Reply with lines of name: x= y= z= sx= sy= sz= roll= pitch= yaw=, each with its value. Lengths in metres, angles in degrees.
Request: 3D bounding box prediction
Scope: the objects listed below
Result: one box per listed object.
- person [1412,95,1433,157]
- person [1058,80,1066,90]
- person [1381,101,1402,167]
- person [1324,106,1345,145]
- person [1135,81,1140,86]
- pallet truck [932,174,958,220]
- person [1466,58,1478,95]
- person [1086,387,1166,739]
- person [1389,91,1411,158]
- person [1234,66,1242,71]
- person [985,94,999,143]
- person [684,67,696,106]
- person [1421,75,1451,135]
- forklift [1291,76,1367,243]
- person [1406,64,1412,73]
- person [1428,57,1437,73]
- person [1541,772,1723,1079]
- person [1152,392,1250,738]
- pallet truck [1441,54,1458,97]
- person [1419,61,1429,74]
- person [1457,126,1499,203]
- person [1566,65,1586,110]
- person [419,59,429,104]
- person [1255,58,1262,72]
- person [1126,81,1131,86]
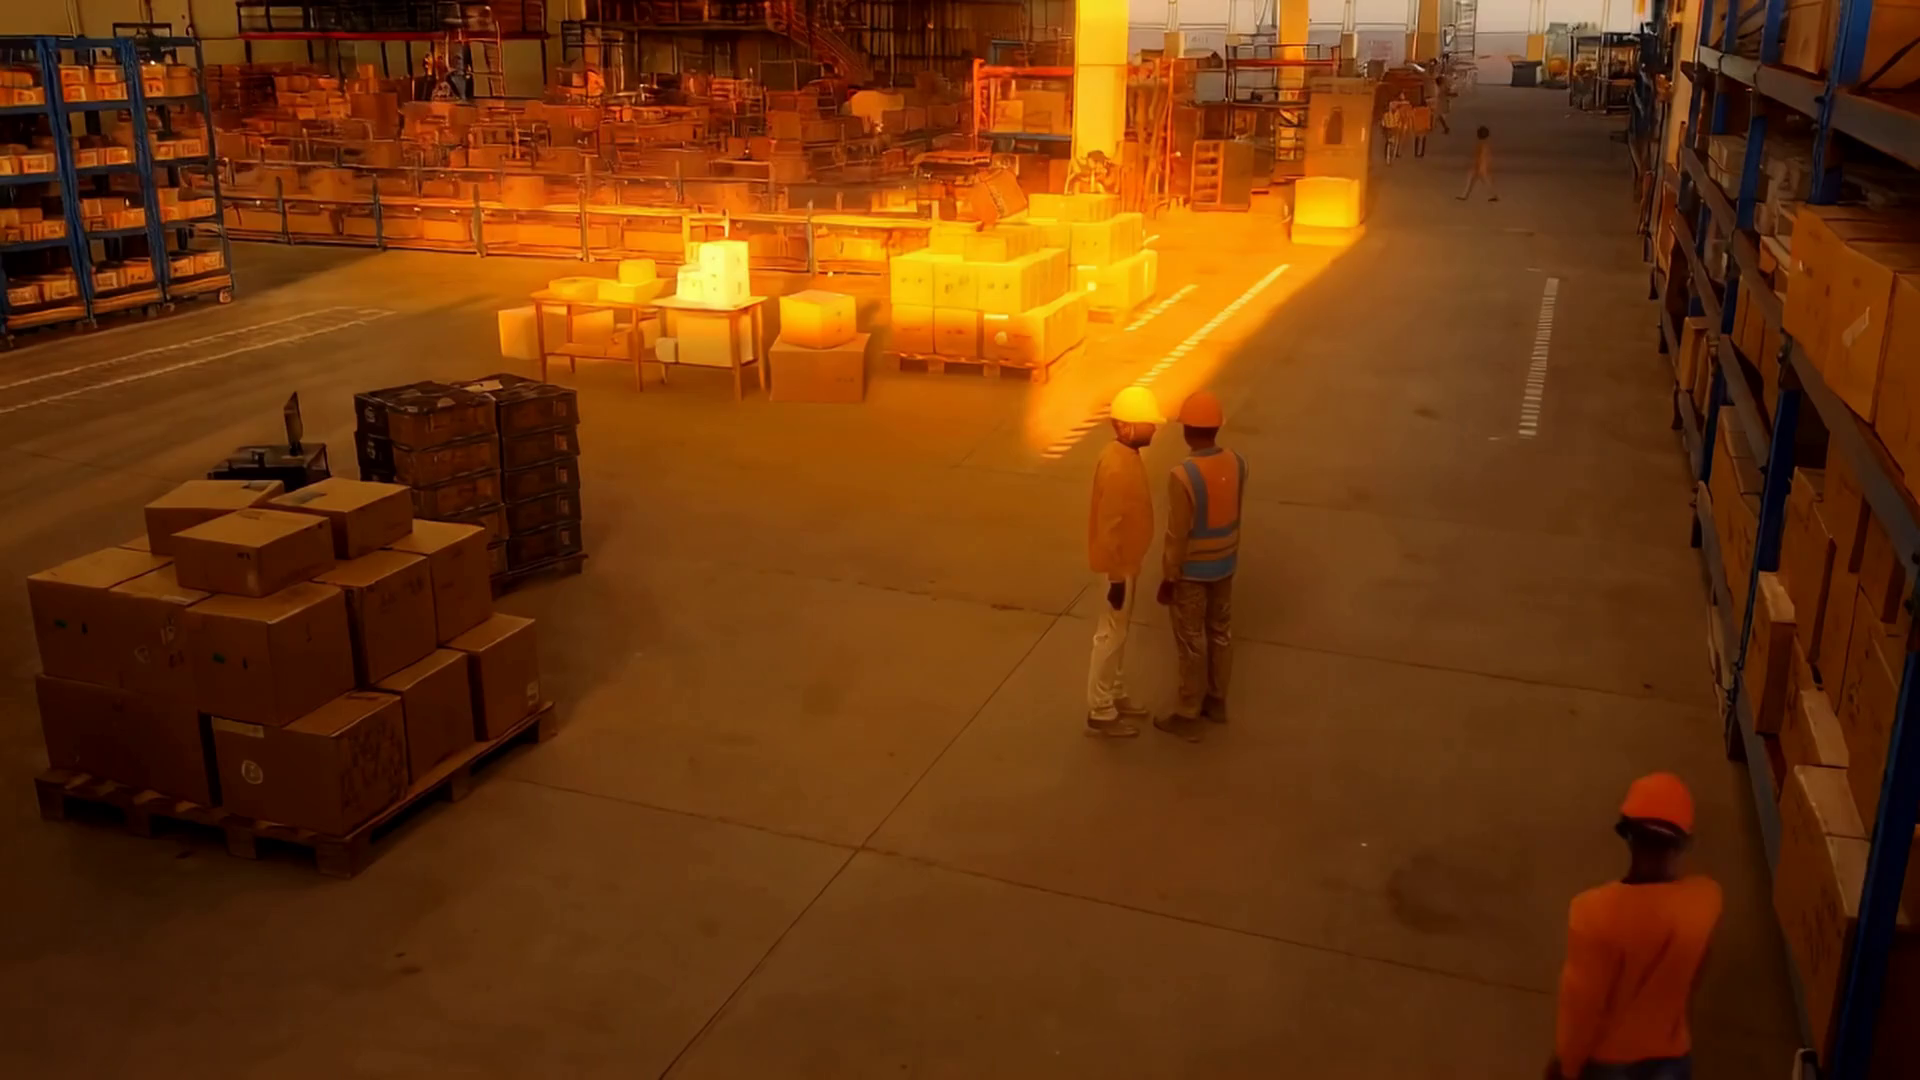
person: x=12.907 y=-11.575 z=46.481 sx=0.548 sy=1.664 sz=0.749 roll=5 pitch=18 yaw=14
person: x=4.614 y=-21.041 z=75.837 sx=0.723 sy=1.919 sz=0.561 roll=-2 pitch=18 yaw=-5
person: x=11.253 y=-10.604 z=43.425 sx=0.539 sy=1.679 sz=0.660 roll=4 pitch=18 yaw=13
person: x=8.559 y=-9.054 z=38.212 sx=0.452 sy=1.895 sz=0.648 roll=11 pitch=21 yaw=31
person: x=8.760 y=-22.955 z=81.810 sx=0.372 sy=1.940 sz=0.630 roll=-13 pitch=22 yaw=-36
pallet truck: x=-0.507 y=-5.292 z=27.348 sx=0.653 sy=1.274 sz=1.630 roll=6 pitch=19 yaw=19
person: x=24.854 y=-22.521 z=80.787 sx=0.503 sy=1.728 sz=0.398 roll=3 pitch=18 yaw=10
person: x=0.914 y=0.124 z=9.229 sx=0.402 sy=1.987 sz=0.608 roll=4 pitch=18 yaw=11
person: x=12.082 y=-11.400 z=45.732 sx=0.595 sy=1.803 sz=0.765 roll=5 pitch=18 yaw=15
person: x=10.713 y=-17.452 z=64.353 sx=0.561 sy=2.000 sz=0.708 roll=17 pitch=24 yaw=42
person: x=0.900 y=-11.674 z=46.691 sx=0.529 sy=1.734 sz=0.816 roll=9 pitch=20 yaw=25
person: x=-9.538 y=-15.875 z=59.436 sx=0.612 sy=2.019 sz=0.647 roll=3 pitch=18 yaw=10
person: x=15.665 y=-14.231 z=54.432 sx=0.997 sy=1.921 sz=0.626 roll=5 pitch=18 yaw=16
forklift: x=6.598 y=-6.755 z=29.381 sx=1.129 sy=2.768 sz=1.873 roll=6 pitch=19 yaw=19
person: x=18.562 y=-18.702 z=68.594 sx=0.739 sy=1.850 sz=0.527 roll=4 pitch=18 yaw=12
person: x=22.602 y=-22.310 z=79.973 sx=0.750 sy=1.825 sz=0.626 roll=7 pitch=19 yaw=20
person: x=2.076 y=1.540 z=5.224 sx=0.518 sy=1.706 sz=0.914 roll=-2 pitch=18 yaw=-6
person: x=1.327 y=0.139 z=9.230 sx=0.602 sy=1.949 sz=0.392 roll=-15 pitch=23 yaw=-40
pallet truck: x=22.765 y=-21.886 z=78.355 sx=0.823 sy=1.965 sz=1.885 roll=-4 pitch=18 yaw=-14
person: x=22.047 y=-22.036 z=79.407 sx=0.849 sy=1.666 sz=0.539 roll=-10 pitch=20 yaw=-30
person: x=11.051 y=-7.941 z=35.195 sx=0.853 sy=1.594 sz=0.511 roll=8 pitch=19 yaw=24
person: x=25.339 y=-18.583 z=68.329 sx=0.829 sy=1.785 sz=0.576 roll=-7 pitch=19 yaw=-20
person: x=-23.505 y=-20.110 z=72.955 sx=0.355 sy=1.887 sz=0.573 roll=-1 pitch=18 yaw=-4
person: x=15.777 y=-24.940 z=88.033 sx=0.388 sy=1.947 sz=0.614 roll=7 pitch=19 yaw=20
person: x=6.058 y=-16.120 z=60.242 sx=0.384 sy=1.993 sz=0.623 roll=-2 pitch=18 yaw=-6
